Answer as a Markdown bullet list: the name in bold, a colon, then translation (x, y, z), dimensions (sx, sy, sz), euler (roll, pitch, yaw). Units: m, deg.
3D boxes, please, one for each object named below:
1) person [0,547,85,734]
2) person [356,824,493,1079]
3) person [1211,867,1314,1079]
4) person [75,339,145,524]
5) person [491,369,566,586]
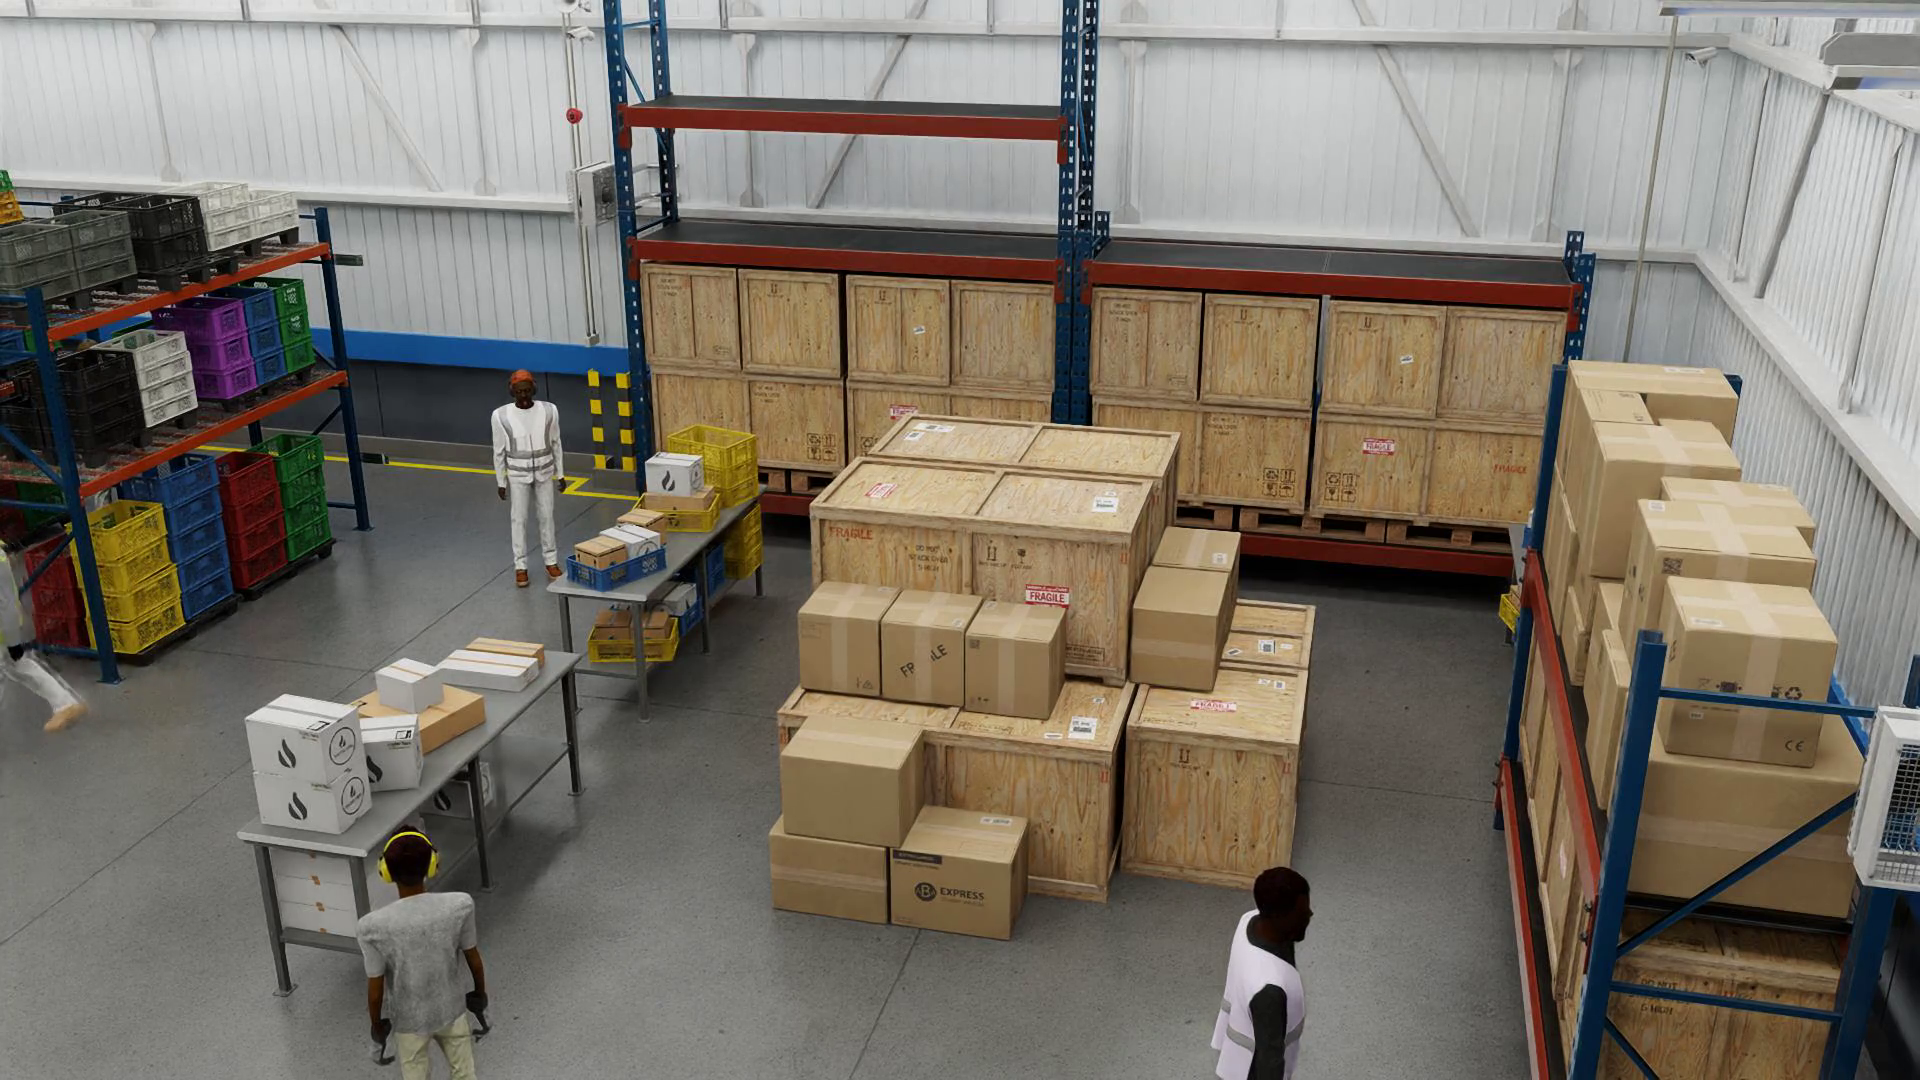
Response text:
- **person**: translation (-6.594, 0.591, 11.345), dimensions (0.964, 1.799, 0.641), euler (-18, 27, -39)
- **person**: translation (-2.328, 2.100, 7.298), dimensions (0.532, 1.865, 0.311), euler (-11, 24, -27)
- **person**: translation (1.251, 2.206, 6.947), dimensions (0.392, 1.919, 0.591), euler (0, 21, 1)
- **person**: translation (-7.646, -0.849, 14.911), dimensions (0.629, 1.940, 0.373), euler (-8, 22, -21)
- **person**: translation (-3.657, -0.537, 14.172), dimensions (0.584, 1.879, 0.337), euler (-10, 23, -24)
